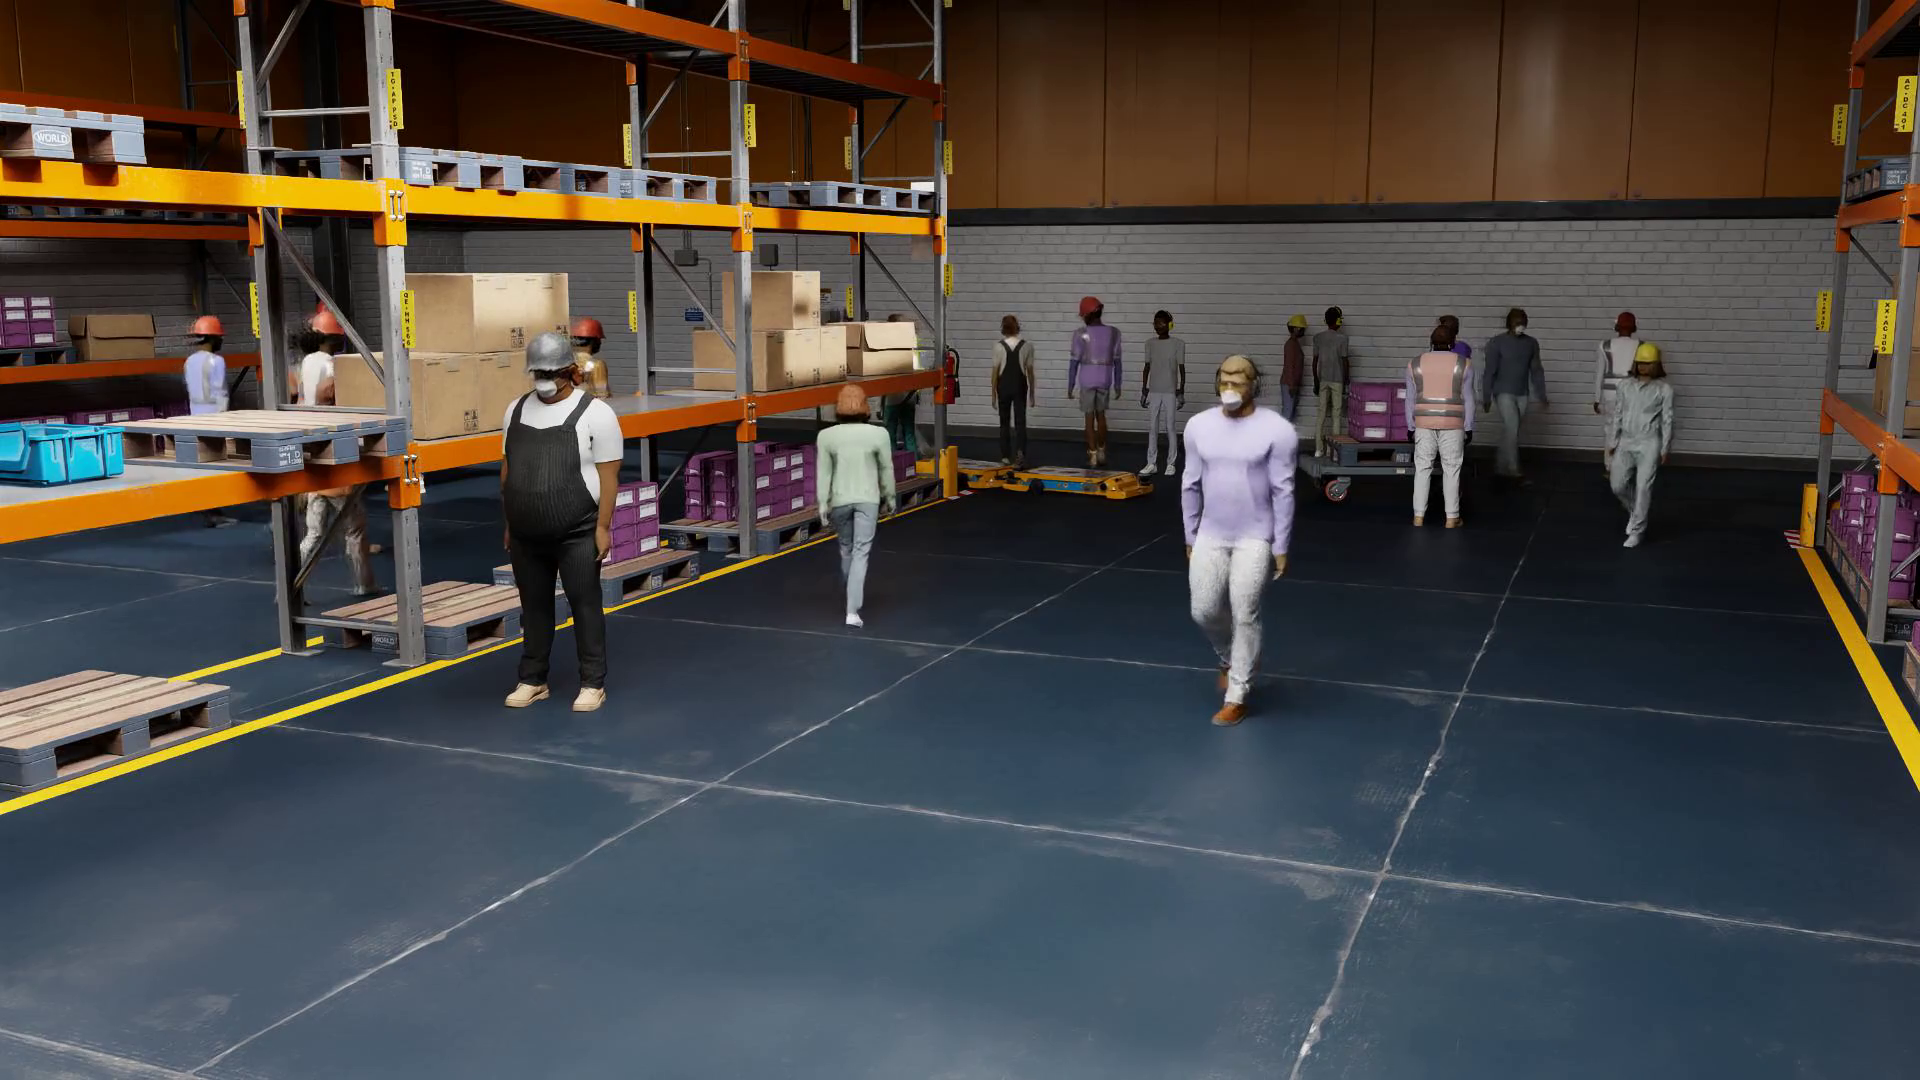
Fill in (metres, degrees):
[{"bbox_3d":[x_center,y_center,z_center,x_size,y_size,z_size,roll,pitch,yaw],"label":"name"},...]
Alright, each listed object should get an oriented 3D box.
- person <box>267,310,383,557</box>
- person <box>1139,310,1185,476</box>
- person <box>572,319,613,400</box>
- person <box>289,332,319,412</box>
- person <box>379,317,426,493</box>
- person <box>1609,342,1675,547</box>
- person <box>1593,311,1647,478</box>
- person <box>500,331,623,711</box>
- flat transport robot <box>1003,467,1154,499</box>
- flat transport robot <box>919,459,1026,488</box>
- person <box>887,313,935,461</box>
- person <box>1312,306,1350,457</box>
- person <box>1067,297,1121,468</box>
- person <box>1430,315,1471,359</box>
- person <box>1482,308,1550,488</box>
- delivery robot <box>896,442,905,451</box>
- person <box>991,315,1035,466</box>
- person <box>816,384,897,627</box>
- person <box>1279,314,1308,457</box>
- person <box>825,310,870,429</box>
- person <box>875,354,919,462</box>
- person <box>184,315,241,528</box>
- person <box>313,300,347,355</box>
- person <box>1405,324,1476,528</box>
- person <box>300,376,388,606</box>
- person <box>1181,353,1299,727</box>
[{"bbox_3d":[-5.123,-0.826,13.311,0.613,2.023,0.830,8,12,39],"label":"person"},{"bbox_3d":[2.294,-1.661,18.831,0.532,1.868,0.309,5,11,27],"label":"person"},{"bbox_3d":[-3.423,-1.103,15.412,0.573,1.879,1.023,8,12,38],"label":"person"},{"bbox_3d":[-6.476,-1.237,16.770,0.535,1.700,0.318,-2,10,-10],"label":"person"},{"bbox_3d":[-5.796,-1.471,17.297,0.382,1.995,0.612,-7,12,-35],"label":"person"},{"bbox_3d":[5.782,-0.813,14.086,0.511,1.727,0.466,9,13,43],"label":"person"},{"bbox_3d":[7.284,-1.577,18.310,0.585,1.873,0.694,3,10,18],"label":"person"},{"bbox_3d":[-2.161,-0.099,8.844,0.682,2.000,0.538,2,10,14],"label":"person"},{"bbox_3d":[1.221,-0.604,17.254,1.431,0.197,0.652,6,11,31],"label":"flat transport robot"},{"bbox_3d":[0.007,-0.738,18.065,1.431,0.197,0.652,9,13,42],"label":"flat transport robot"},{"bbox_3d":[-0.636,-1.757,19.582,0.825,1.812,0.625,4,10,25],"label":"person"},{"bbox_3d":[4.566,-1.923,20.413,0.513,1.872,0.328,8,12,40],"label":"person"},{"bbox_3d":[1.535,-1.872,19.739,0.640,1.993,0.806,-4,10,-21],"label":"person"},{"bbox_3d":[5.221,-1.479,17.895,0.598,1.843,0.453,-6,11,-33],"label":"person"},{"bbox_3d":[5.987,-1.509,17.765,0.635,1.912,0.825,-4,10,-22],"label":"person"},{"bbox_3d":[-0.971,-0.996,18.486,0.707,0.478,0.477,5,11,28],"label":"delivery robot"},{"bbox_3d":[0.619,-1.721,19.424,0.520,1.799,0.918,0,9,-1],"label":"person"},{"bbox_3d":[-0.697,-0.237,11.059,0.502,1.590,0.868,2,10,11],"label":"person"},{"bbox_3d":[4.161,-1.926,20.755,0.329,1.764,0.524,3,10,19],"label":"person"},{"bbox_3d":[-1.192,-1.631,18.495,0.821,1.912,0.619,-7,12,-38],"label":"person"},{"bbox_3d":[-0.687,-1.444,17.864,0.532,1.761,0.344,-6,11,-34],"label":"person"},{"bbox_3d":[-6.720,-1.054,14.980,0.574,1.924,0.416,6,11,34],"label":"person"},{"bbox_3d":[-8.027,-2.091,21.225,0.545,1.938,0.360,8,13,42],"label":"person"},{"bbox_3d":[4.349,-1.029,15.081,0.627,1.844,0.429,4,10,24],"label":"person"},{"bbox_3d":[-4.449,-0.347,11.680,0.523,1.611,0.806,4,10,25],"label":"person"},{"bbox_3d":[1.458,-0.011,8.657,0.631,1.927,0.535,5,11,30],"label":"person"}]
